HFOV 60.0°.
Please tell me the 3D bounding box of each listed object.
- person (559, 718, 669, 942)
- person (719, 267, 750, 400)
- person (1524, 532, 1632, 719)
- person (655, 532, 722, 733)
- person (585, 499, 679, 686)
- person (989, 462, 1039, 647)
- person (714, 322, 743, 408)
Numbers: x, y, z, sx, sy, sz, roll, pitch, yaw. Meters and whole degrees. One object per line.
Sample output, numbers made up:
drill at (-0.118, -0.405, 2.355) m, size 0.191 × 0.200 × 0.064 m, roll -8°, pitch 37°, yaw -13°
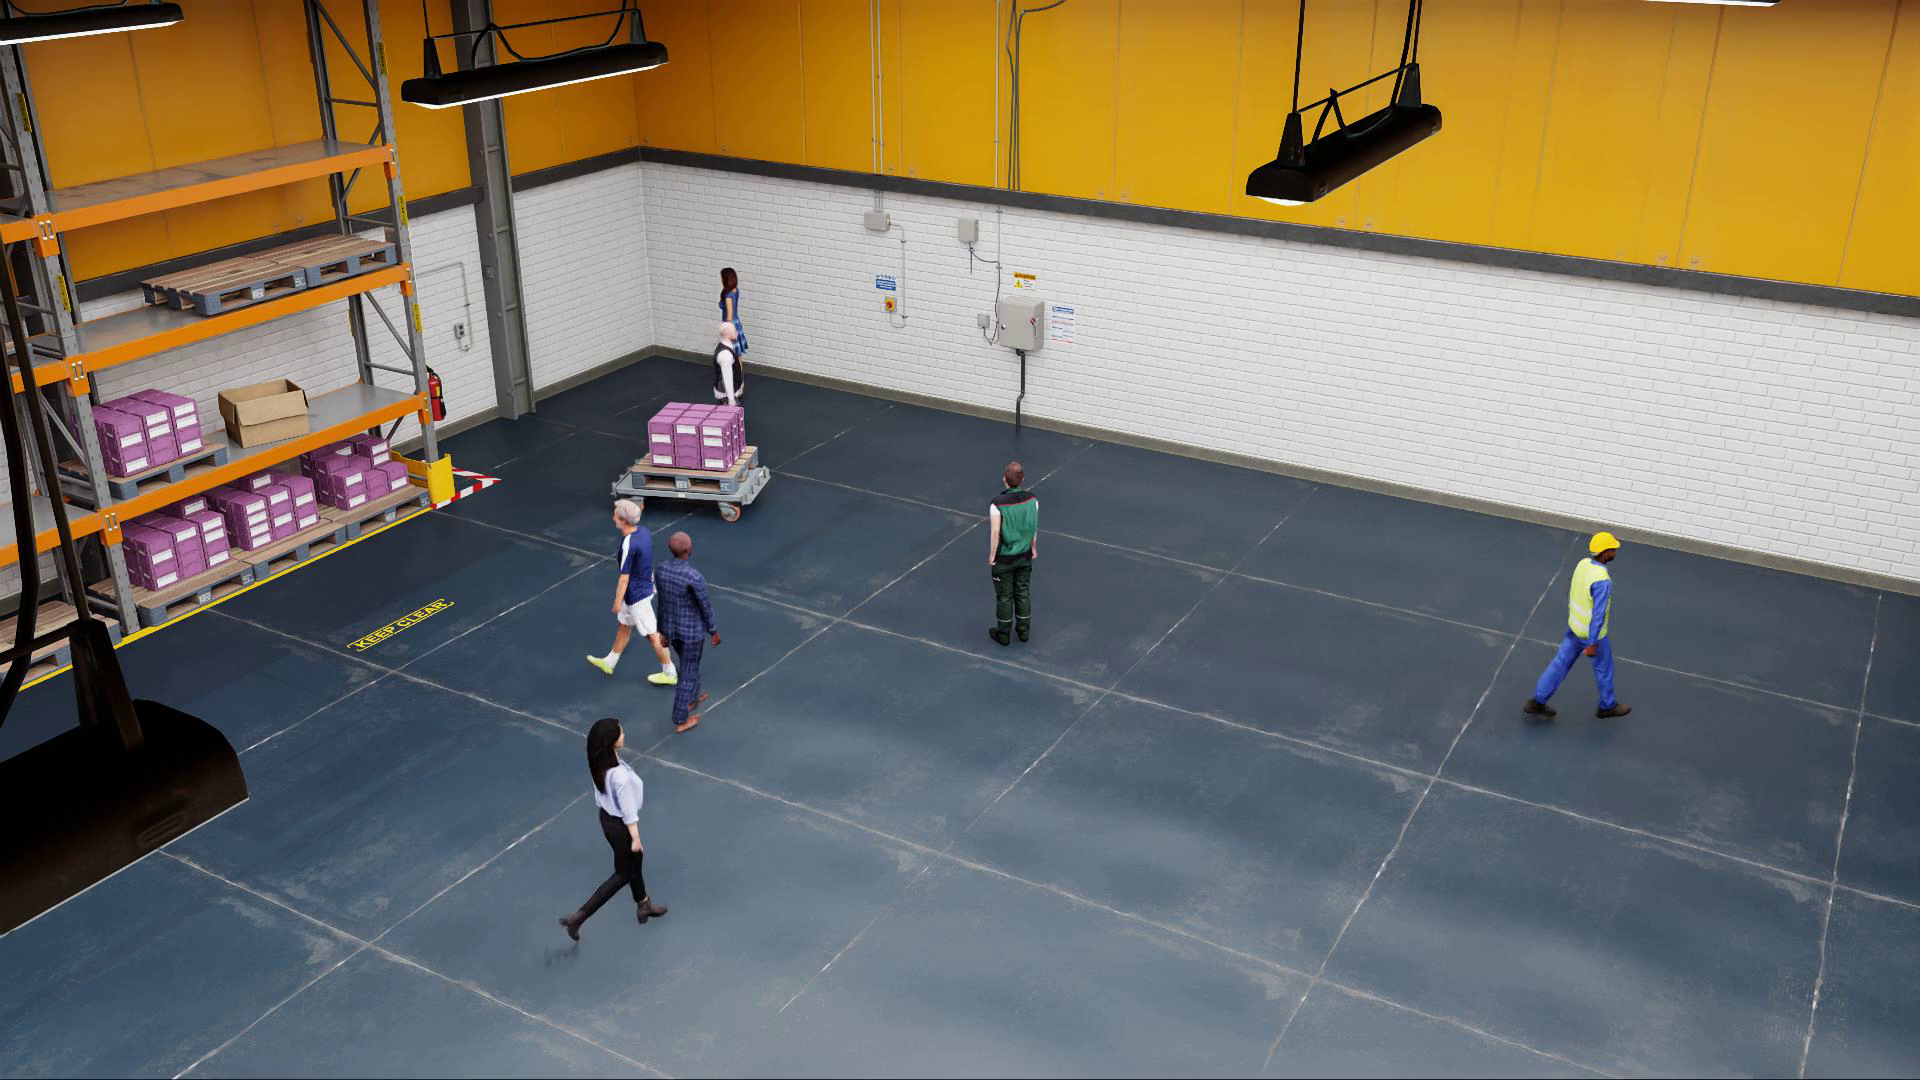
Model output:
person at (-2.447, 2.043, 11.546) m, size 1.158 × 1.721 × 0.935 m, roll -16°, pitch 28°, yaw -32°
person at (-3.100, -2.806, 22.532) m, size 0.784 × 1.806 × 0.671 m, roll 0°, pitch 24°, yaw 1°
person at (5.330, 0.783, 14.363) m, size 1.215 × 1.773 × 1.221 m, roll -3°, pitch 24°, yaw -7°
person at (-2.409, 0.814, 14.264) m, size 0.661 × 1.795 × 0.849 m, roll 15°, pitch 28°, yaw 30°
person at (-2.808, 0.509, 14.961) m, size 1.046 × 1.796 × 1.155 m, roll 2°, pitch 24°, yaw 4°
person at (0.493, 0.117, 15.799) m, size 0.719 × 1.843 × 0.808 m, roll -10°, pitch 26°, yaw -22°
person at (-2.878, -1.730, 20.073) m, size 1.016 × 1.805 × 0.971 m, roll -4°, pitch 24°, yaw -9°
